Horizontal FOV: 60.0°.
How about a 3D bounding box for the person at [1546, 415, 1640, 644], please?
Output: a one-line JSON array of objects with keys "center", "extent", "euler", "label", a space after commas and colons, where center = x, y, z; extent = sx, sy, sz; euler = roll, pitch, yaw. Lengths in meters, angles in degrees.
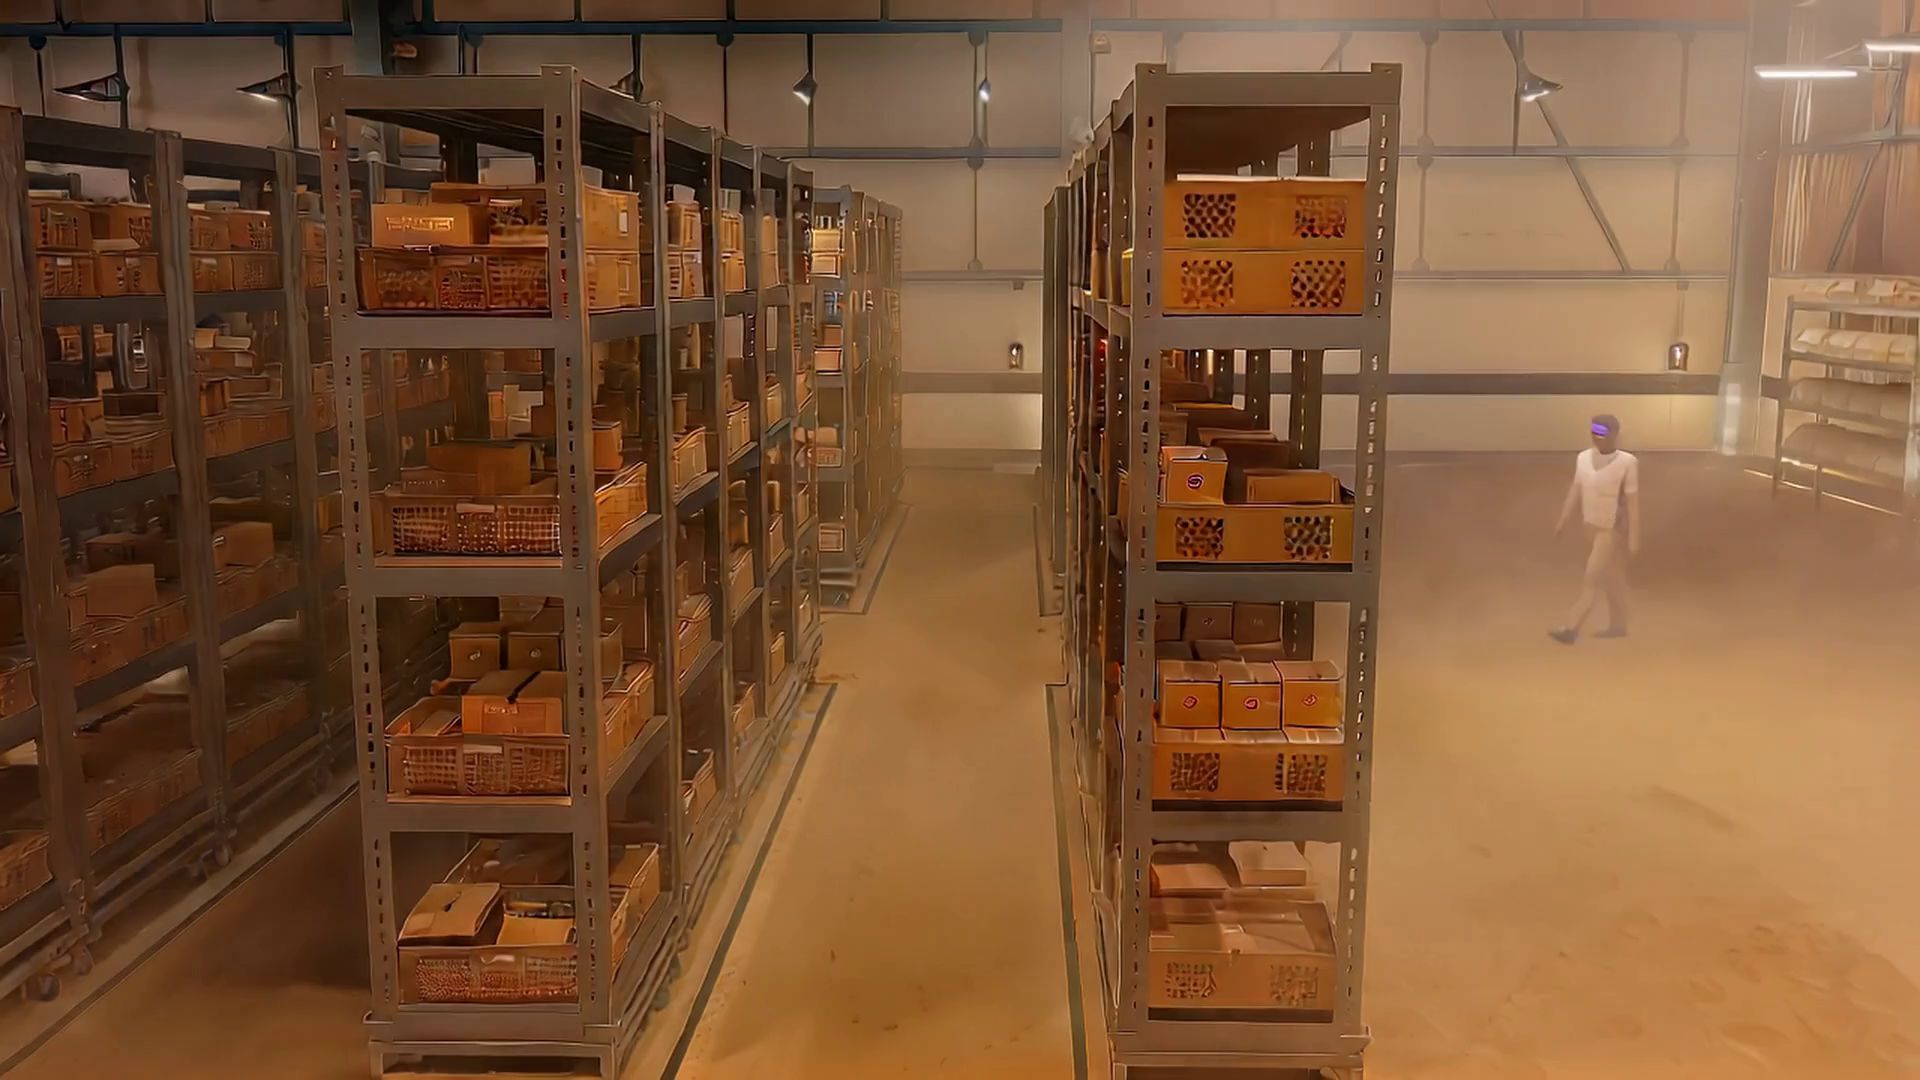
[{"center": [4.951, -0.080, 13.045], "extent": [0.946, 1.801, 0.576], "euler": [-3, 10, -17], "label": "person"}]
